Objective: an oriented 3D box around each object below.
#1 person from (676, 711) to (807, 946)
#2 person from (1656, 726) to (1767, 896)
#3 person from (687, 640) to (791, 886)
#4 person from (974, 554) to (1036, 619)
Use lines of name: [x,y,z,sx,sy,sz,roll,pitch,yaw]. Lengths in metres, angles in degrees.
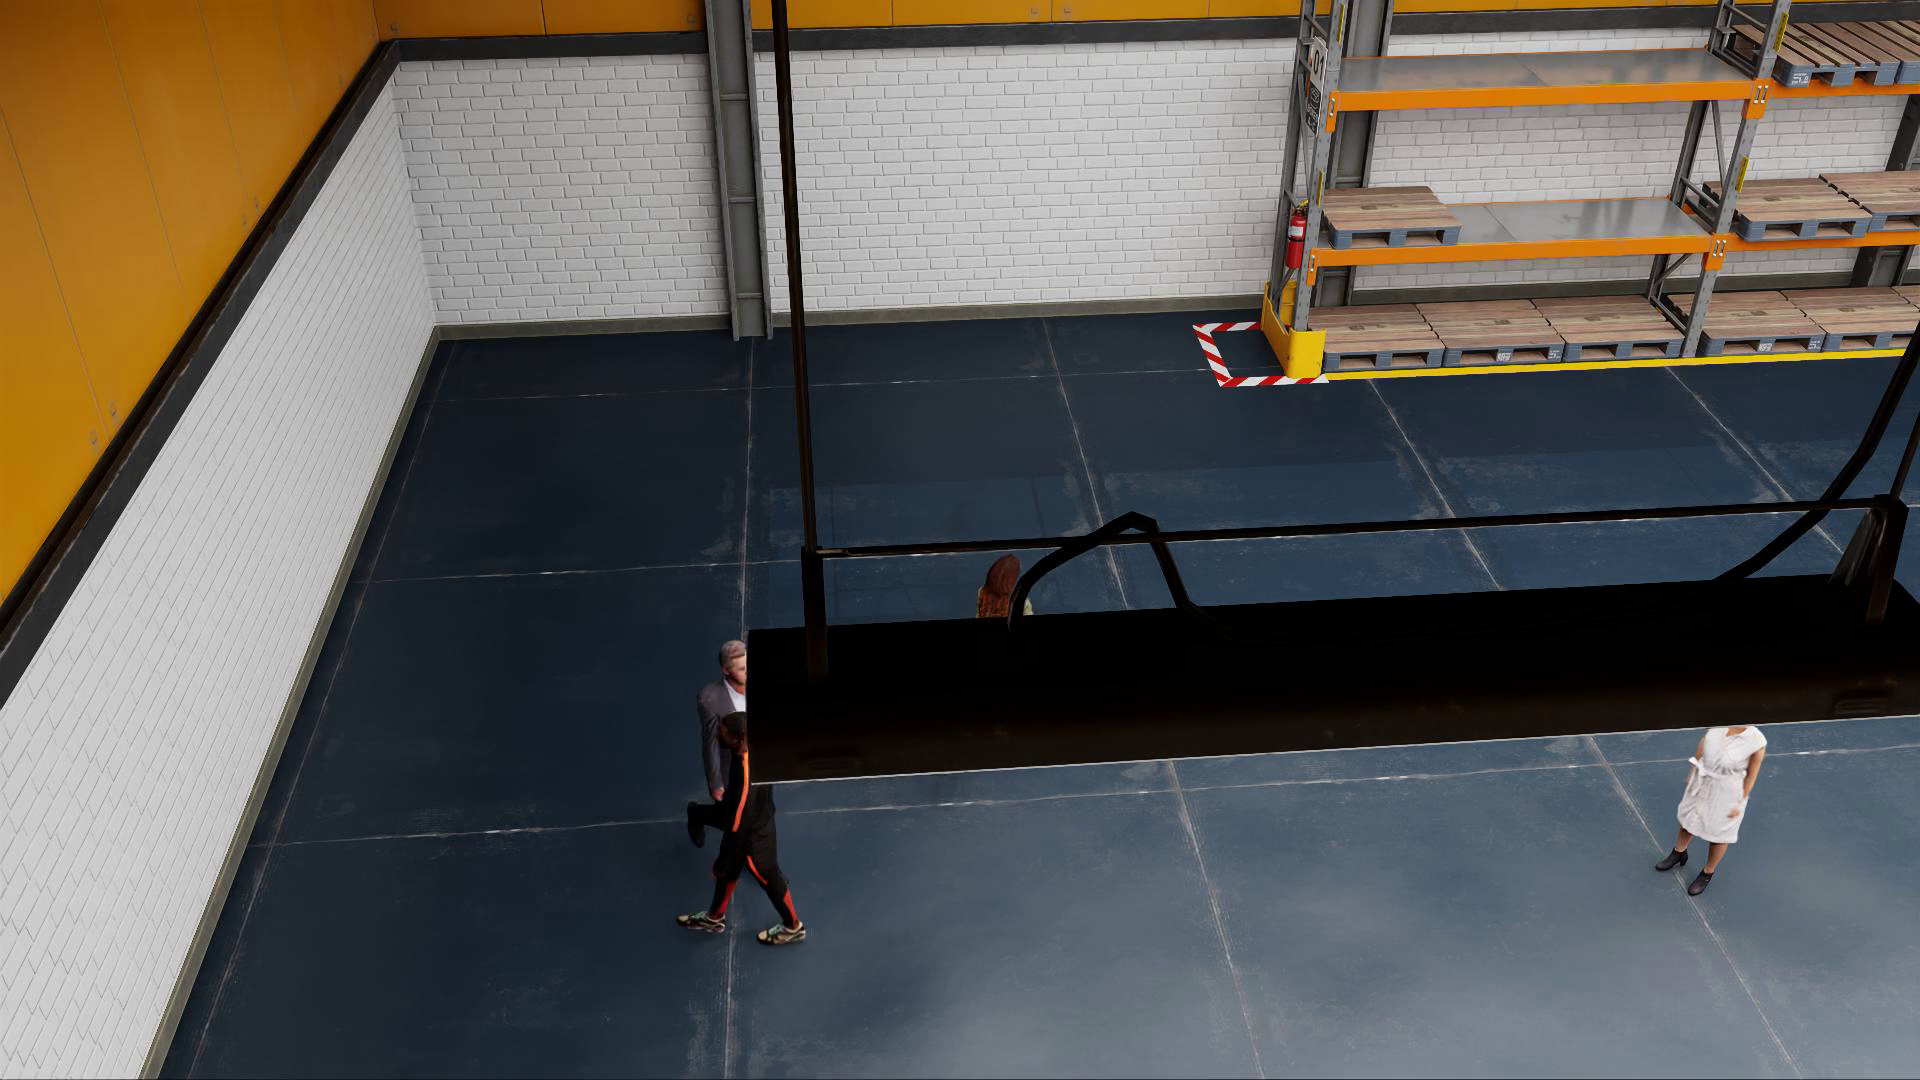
person: [-1.119,1.702,9.662,1.003,1.785,0.669,-4,34,-6]
person: [4.636,1.506,10.167,0.637,1.552,0.630,-17,37,-24]
person: [-1.406,1.340,10.180,1.120,1.815,1.082,27,42,35]
person: [0.262,0.789,11.351,1.009,1.435,1.035,20,38,27]
